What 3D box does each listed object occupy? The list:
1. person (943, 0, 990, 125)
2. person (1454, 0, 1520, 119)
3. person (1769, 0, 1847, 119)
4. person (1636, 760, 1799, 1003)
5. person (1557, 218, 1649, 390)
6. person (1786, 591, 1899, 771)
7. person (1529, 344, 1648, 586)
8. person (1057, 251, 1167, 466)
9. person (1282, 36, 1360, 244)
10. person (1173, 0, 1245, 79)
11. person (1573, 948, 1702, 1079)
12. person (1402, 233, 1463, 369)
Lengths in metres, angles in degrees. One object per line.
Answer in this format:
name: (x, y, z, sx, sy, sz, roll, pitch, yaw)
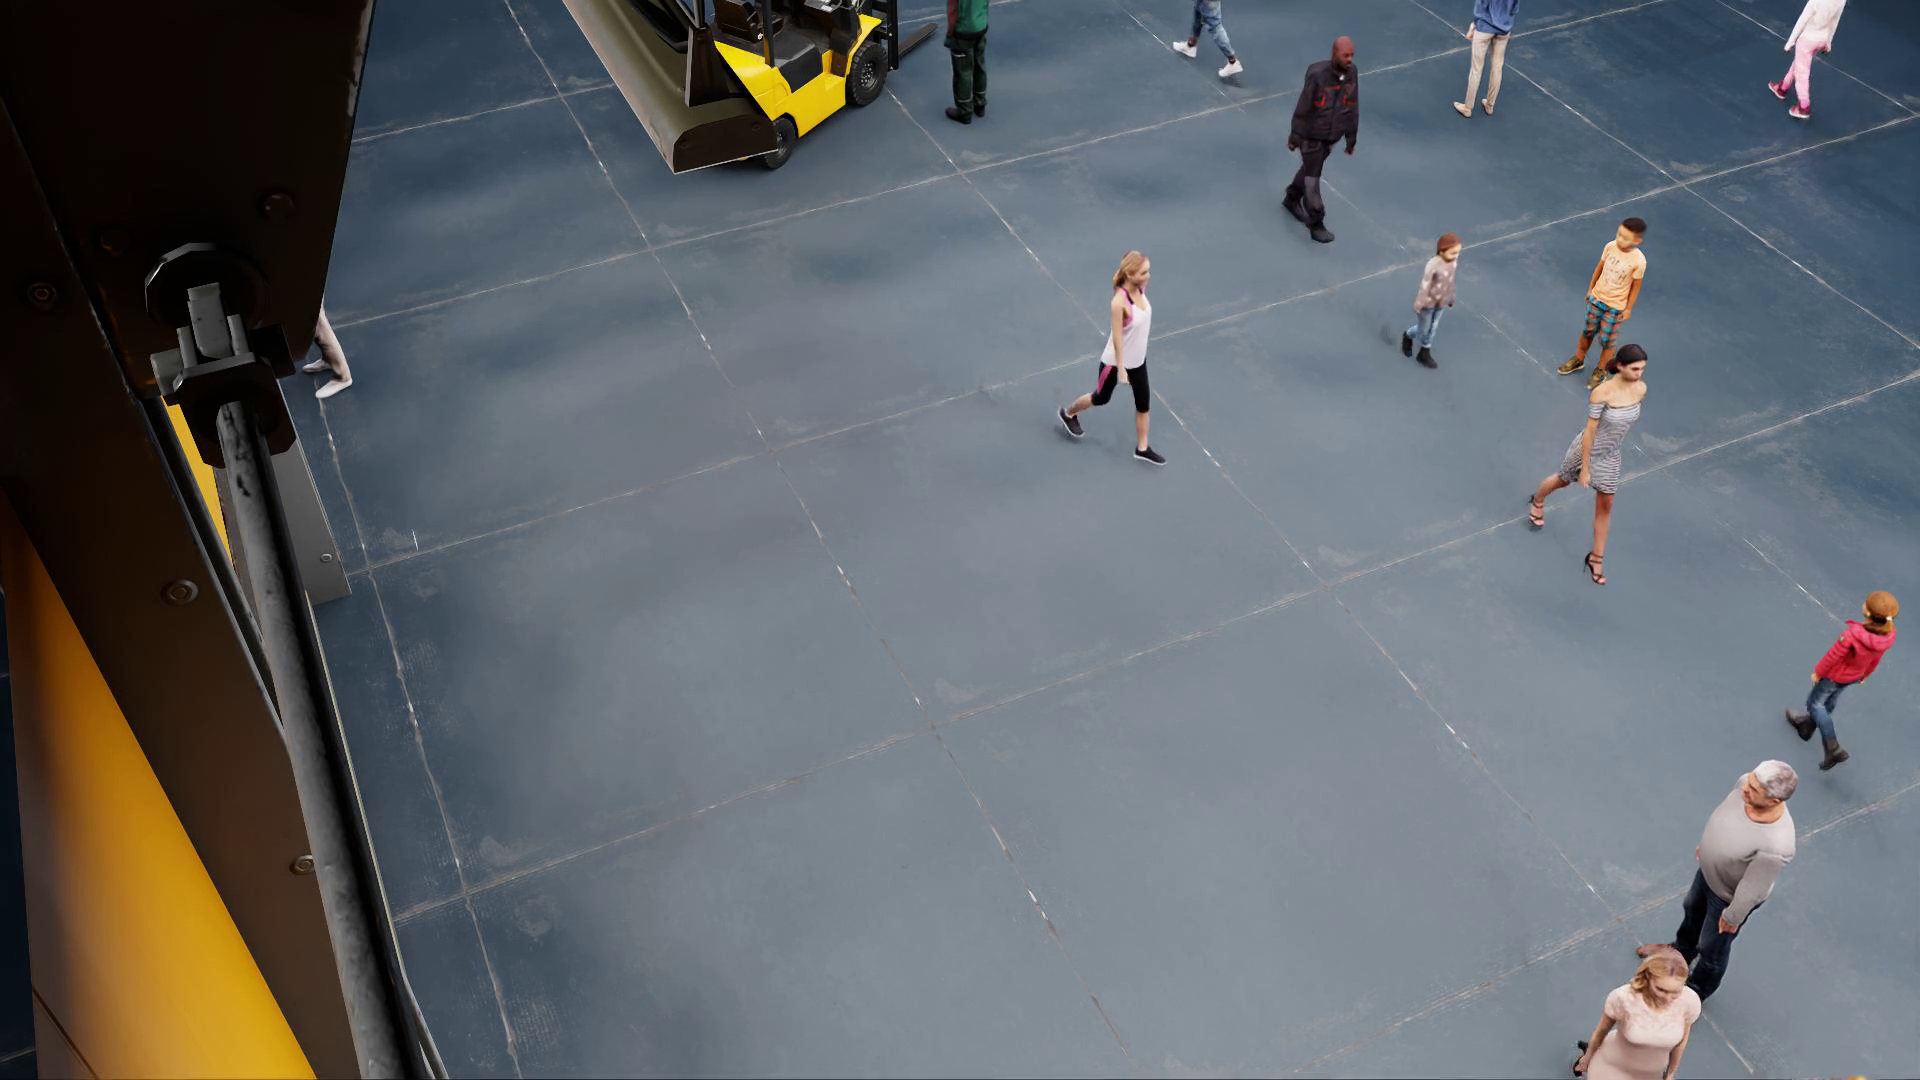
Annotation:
person: (0.079, -4.809, 15.634, 0.757, 1.839, 0.719, -33, 52, -29)
person: (5.041, -4.833, 15.762, 0.664, 1.698, 0.634, -8, 44, -9)
person: (8.147, -4.720, 15.849, 0.703, 1.415, 1.017, -8, 44, -8)
person: (4.021, 1.772, 8.679, 0.878, 1.905, 0.762, 4, 44, 4)
person: (5.005, -1.846, 12.799, 0.640, 1.461, 0.494, -30, 51, -28)
person: (5.383, 0.855, 10.076, 0.569, 1.306, 0.805, -12, 45, -12)
person: (4.230, -0.613, 11.282, 0.725, 1.768, 1.127, -11, 45, -11)
person: (1.093, -1.327, 12.044, 1.228, 1.751, 0.965, 28, 50, 27)
person: (3.057, -3.562, 14.360, 0.689, 1.793, 1.079, -17, 46, -17)
person: (2.552, -5.416, 16.319, 1.281, 1.773, 0.991, 32, 52, 29)
person: (3.214, 2.457, 8.029, 0.895, 1.810, 1.053, 5, 44, 5)
person: (3.694, -1.913, 13.066, 0.497, 1.188, 0.588, -18, 47, -18)
